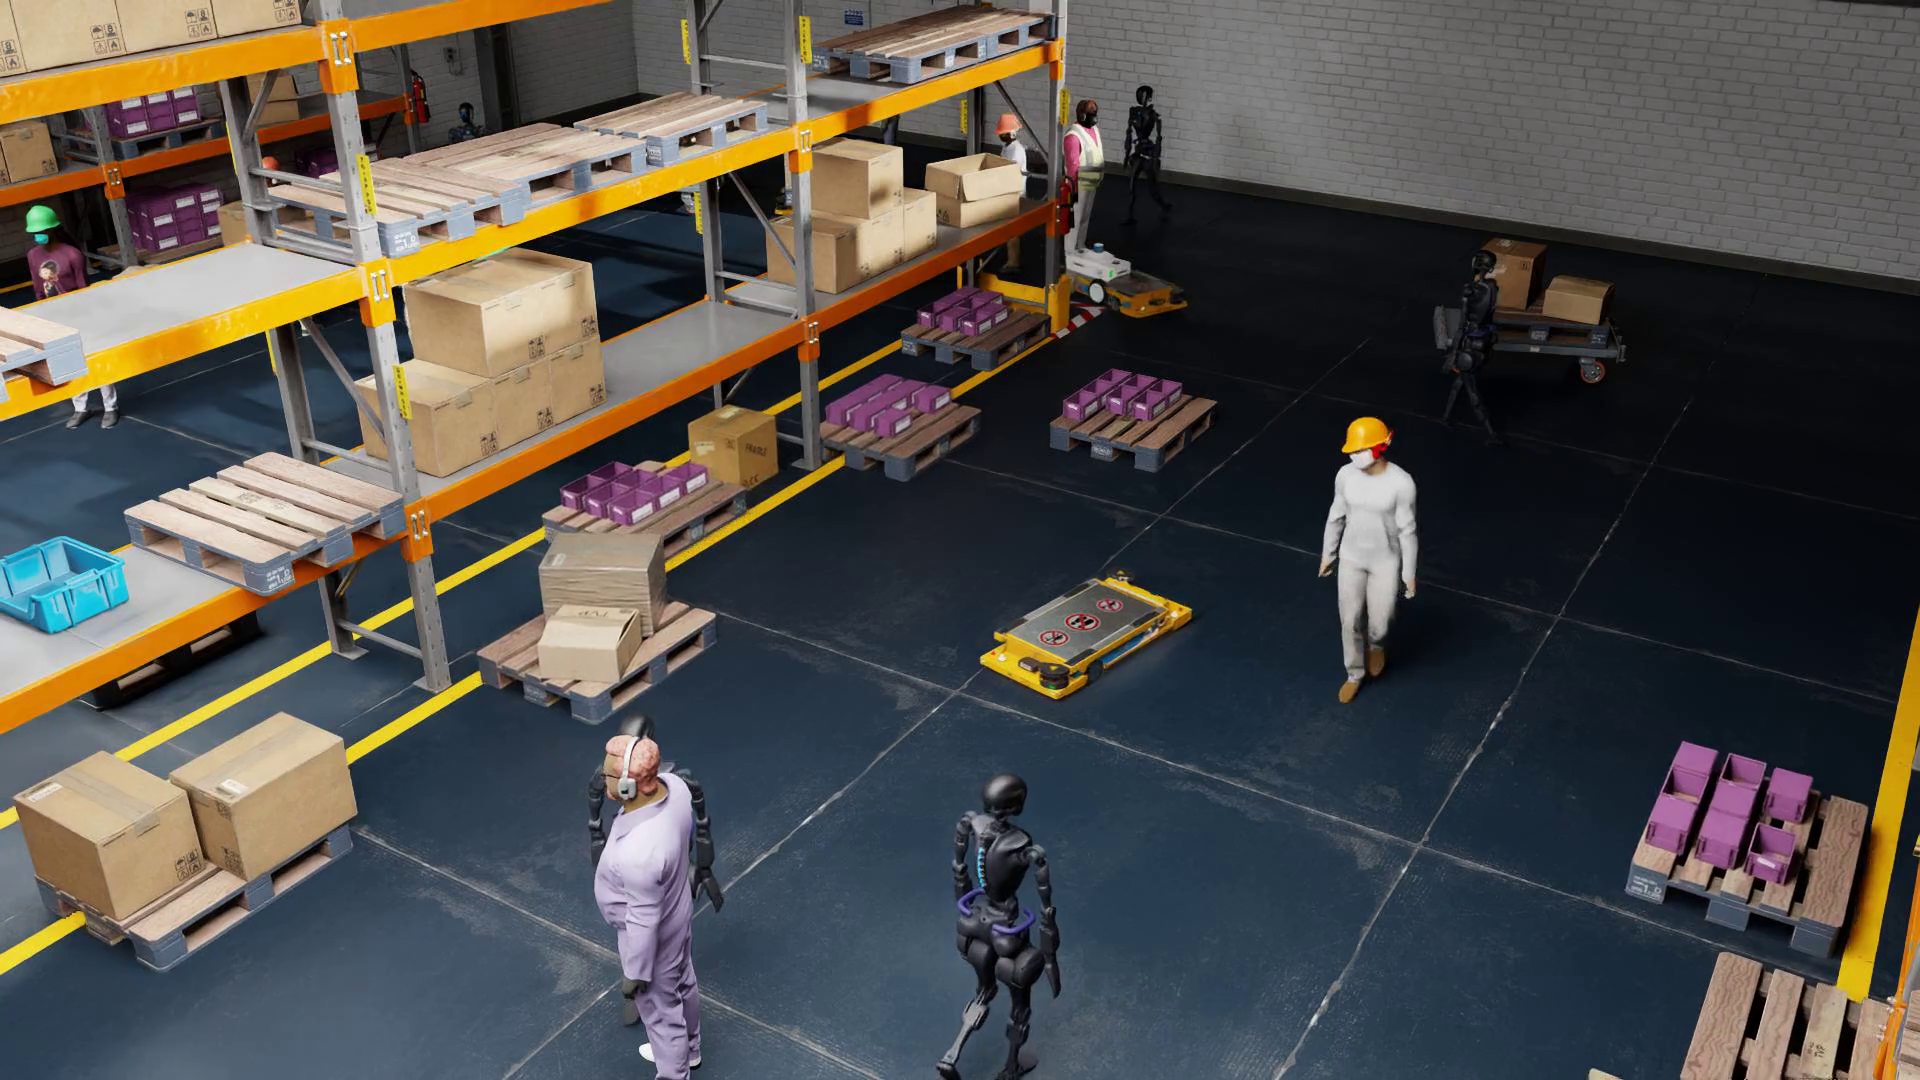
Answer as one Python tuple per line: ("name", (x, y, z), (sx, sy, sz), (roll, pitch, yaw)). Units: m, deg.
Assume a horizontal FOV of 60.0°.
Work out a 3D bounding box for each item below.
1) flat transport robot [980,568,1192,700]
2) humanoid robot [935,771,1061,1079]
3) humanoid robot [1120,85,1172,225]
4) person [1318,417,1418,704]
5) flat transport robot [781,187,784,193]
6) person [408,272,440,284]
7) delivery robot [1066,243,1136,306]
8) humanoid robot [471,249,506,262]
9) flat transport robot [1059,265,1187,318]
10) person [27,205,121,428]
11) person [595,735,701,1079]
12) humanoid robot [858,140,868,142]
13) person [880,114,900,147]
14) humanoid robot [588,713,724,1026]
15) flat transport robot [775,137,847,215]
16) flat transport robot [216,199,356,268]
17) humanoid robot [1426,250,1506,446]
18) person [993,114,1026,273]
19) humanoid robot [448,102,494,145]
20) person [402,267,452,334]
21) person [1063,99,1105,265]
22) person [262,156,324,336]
("flat transport robot", (0.852, 0.604, 11.008), (0.659, 0.231, 1.431), (23, 35, 38))
("humanoid robot", (0.146, 1.744, 7.208), (0.605, 1.640, 0.489), (21, 34, 36))
("humanoid robot", (2.236, -4.558, 19.681), (0.740, 1.647, 0.599), (-21, 33, -35))
("person", (2.526, 0.119, 10.207), (0.627, 1.858, 0.491), (14, 30, 25))
("flat transport robot", (-1.698, -4.414, 20.895), (0.659, 0.231, 1.431), (10, 28, 18))
("person", (-4.125, -1.340, 13.094), (0.341, 1.847, 0.509), (-14, 30, -25))
("delivery robot", (1.456, -2.807, 17.393), (0.499, 0.576, 0.747), (-21, 34, -35))
("humanoid robot", (-3.738, -1.879, 14.299), (0.537, 1.790, 0.775), (18, 32, 31))
("flat transport robot", (1.662, -2.637, 17.395), (0.659, 0.231, 1.431), (-17, 32, -30))
("person", (-7.524, -1.888, 14.077), (0.484, 1.944, 0.431), (2, 27, 5))
("person", (-1.338, 1.655, 7.128), (0.410, 1.909, 0.639), (2, 27, 3))
("humanoid robot", (-0.870, -3.236, 17.029), (0.553, 1.843, 0.869), (14, 30, 26))
("person", (-0.910, -5.333, 21.195), (0.287, 1.633, 0.497), (6, 27, 11))
("humanoid robot", (-1.392, 1.530, 7.626), (0.610, 1.654, 0.370), (1, 27, 3))
("flat transport robot", (-1.518, -4.144, 20.364), (1.431, 0.231, 0.659), (1, 27, 2))
("flat transport robot", (-7.046, -2.735, 17.587), (0.659, 0.231, 1.431), (10, 29, 19))
("humanoid robot", (4.315, -1.605, 13.883), (0.797, 1.642, 0.605), (23, 35, 38))
("person", (0.509, -3.727, 17.932), (0.382, 1.728, 0.562), (-6, 28, -12))
("humanoid robot", (-5.471, -4.168, 18.925), (0.601, 1.649, 0.790), (-2, 27, -4))
("person", (-5.026, -2.572, 15.447), (0.671, 1.915, 0.430), (5, 27, 9))
("person", (1.346, -3.860, 18.066), (0.429, 1.841, 0.632), (12, 29, 23))
("person", (-6.586, -2.852, 16.179), (0.572, 1.747, 0.342), (3, 27, 7))
